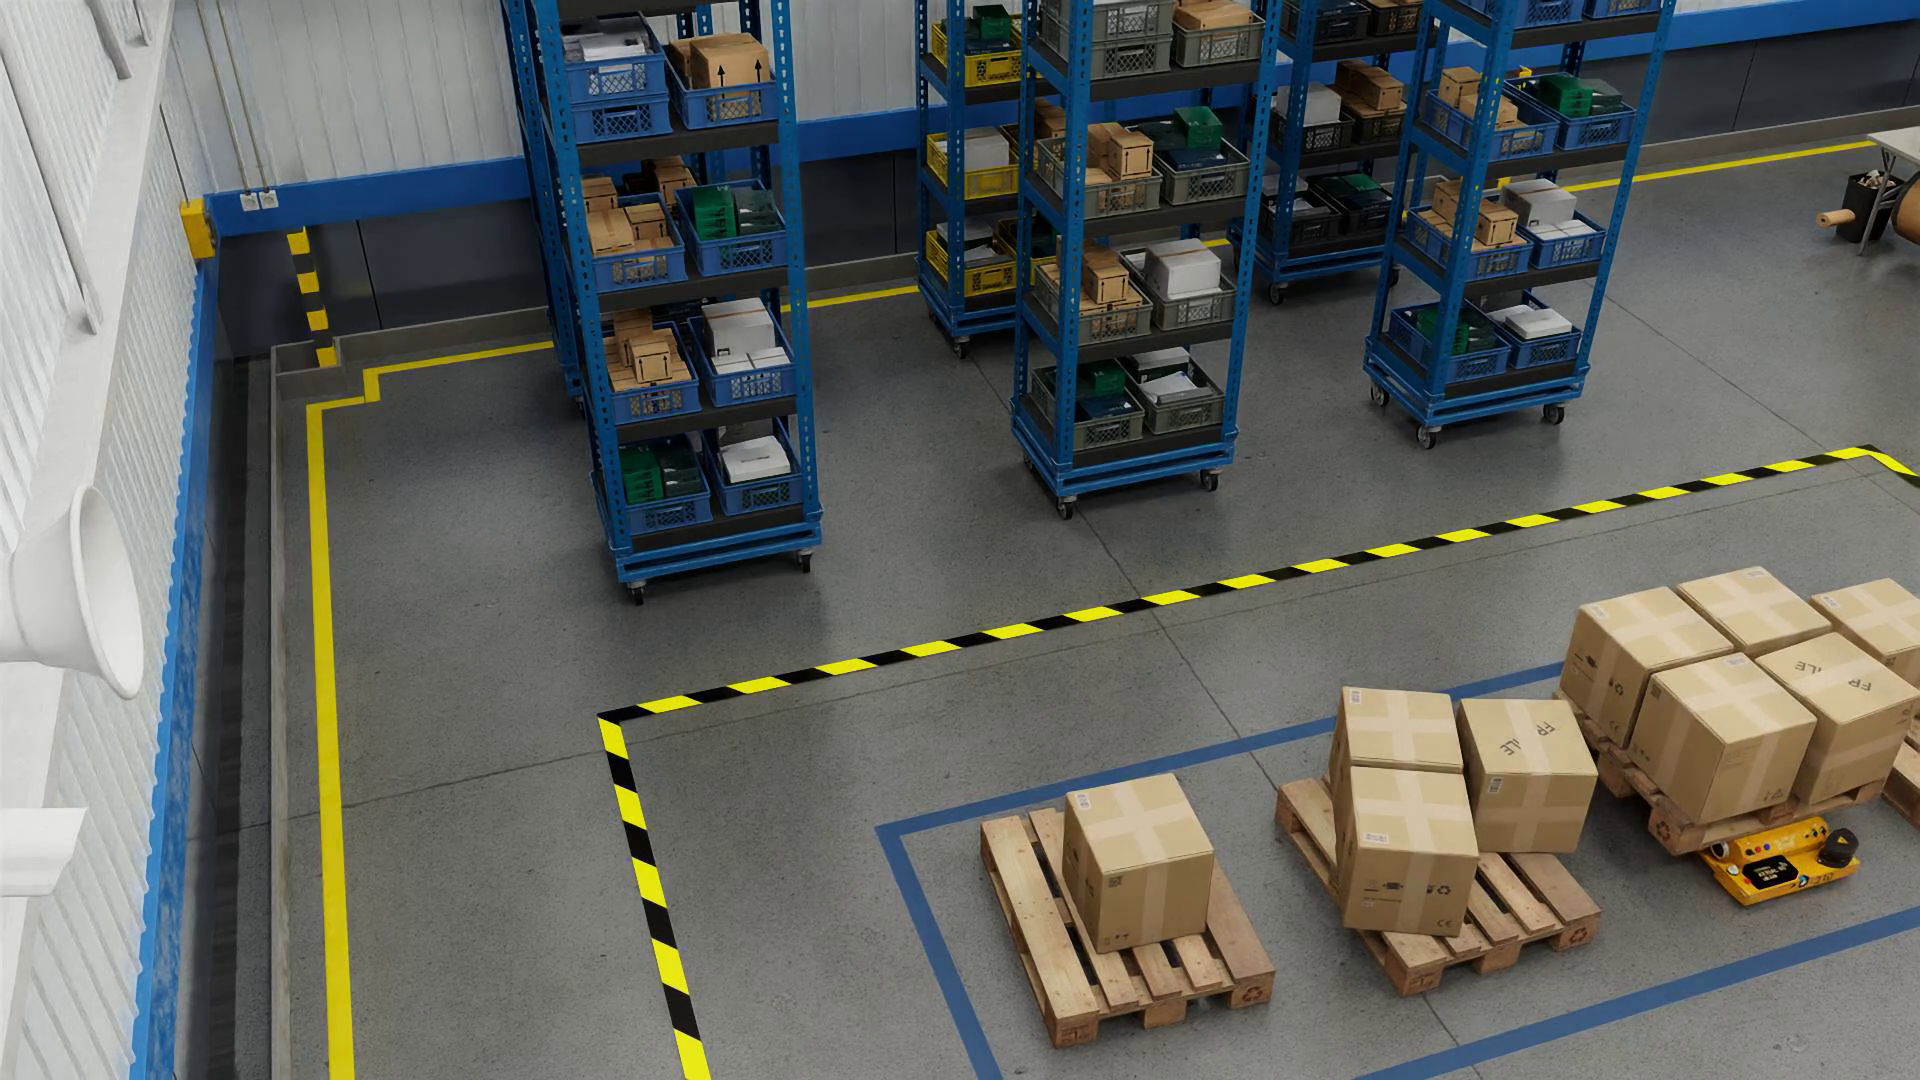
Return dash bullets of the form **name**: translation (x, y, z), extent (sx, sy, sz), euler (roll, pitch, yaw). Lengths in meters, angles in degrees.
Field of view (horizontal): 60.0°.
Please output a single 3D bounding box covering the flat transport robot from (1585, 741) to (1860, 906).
- **flat transport robot**: translation (3.738, 1.188, 8.347), extent (0.652, 0.197, 1.431), euler (-11, 37, -15)
